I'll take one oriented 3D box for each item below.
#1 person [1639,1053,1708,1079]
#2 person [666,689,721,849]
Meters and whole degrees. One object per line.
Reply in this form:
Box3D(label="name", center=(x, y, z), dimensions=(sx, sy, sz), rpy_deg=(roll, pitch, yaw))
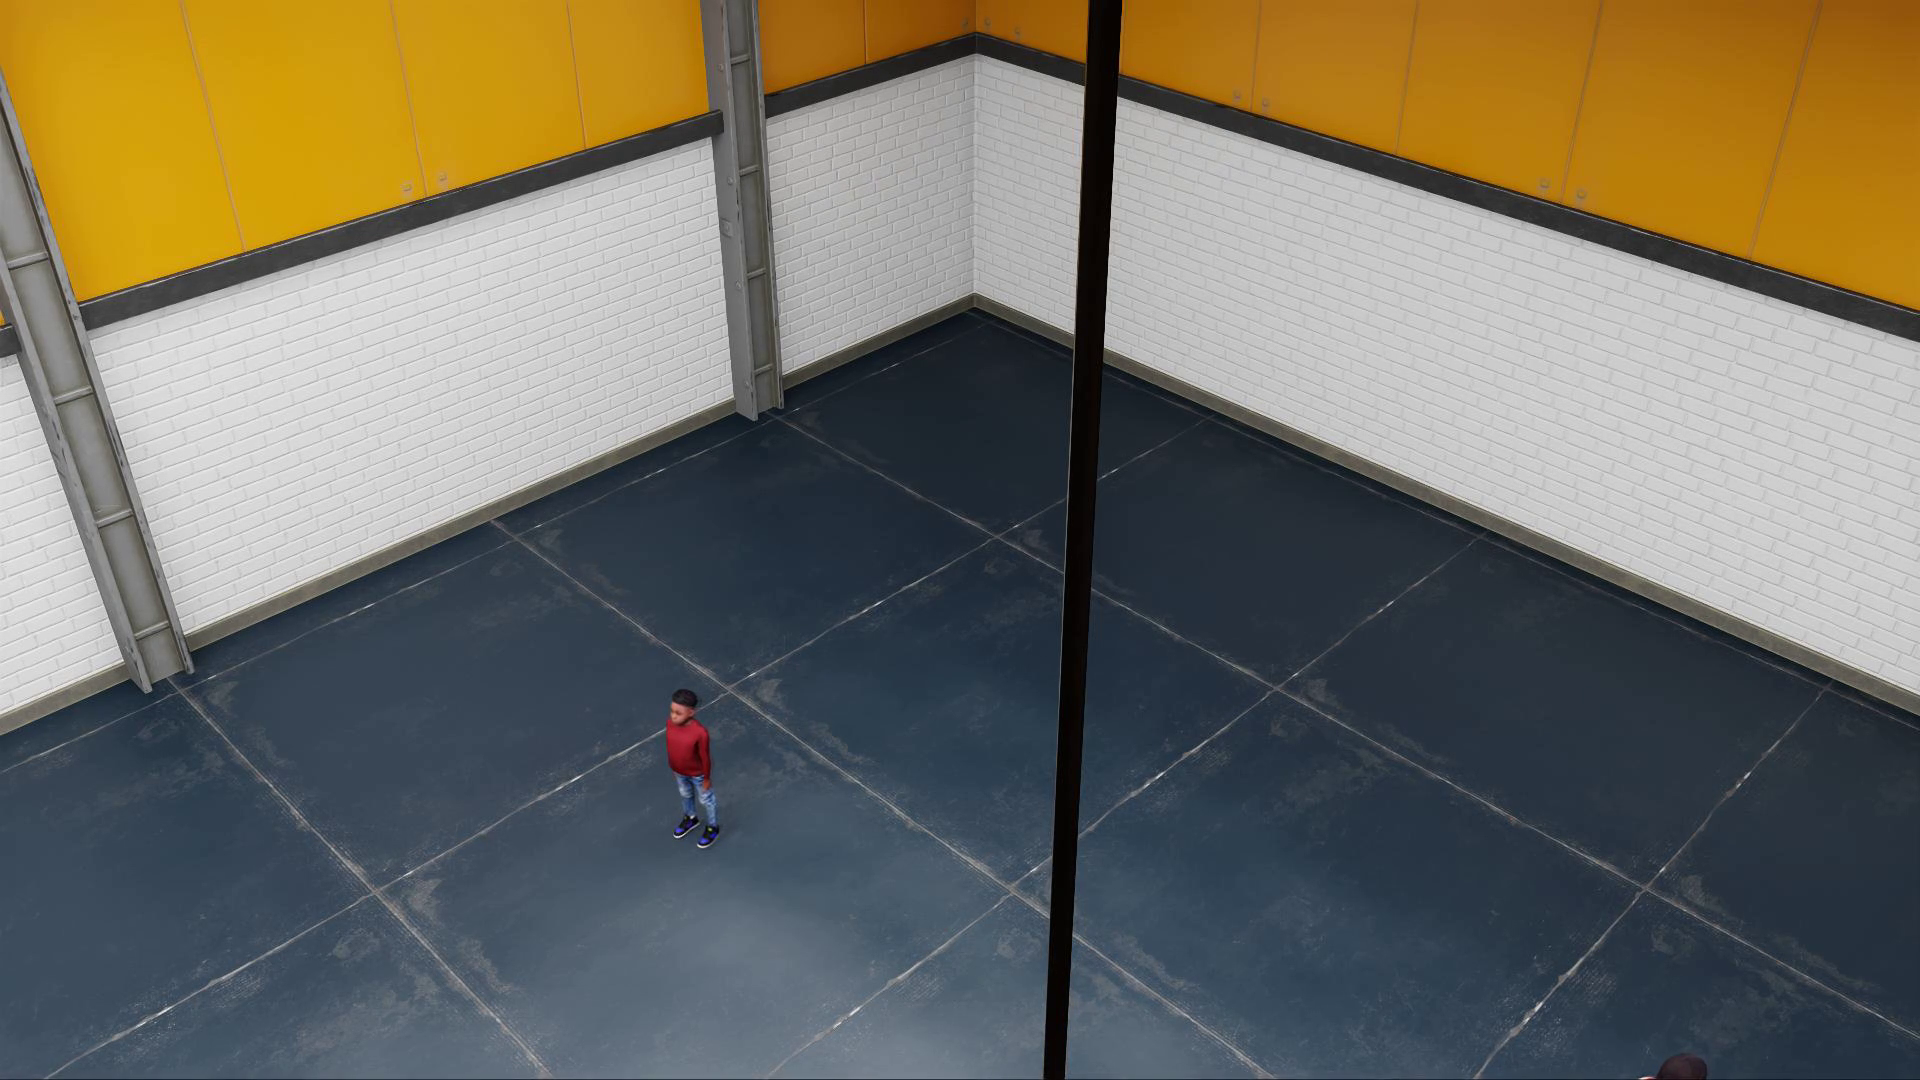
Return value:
Box3D(label="person", center=(3.435, 3.150, 8.266), dimensions=(0.589, 1.719, 0.627), rpy_deg=(-20, 38, -27))
Box3D(label="person", center=(-1.795, 1.505, 11.160), dimensions=(0.547, 1.254, 0.559), rpy_deg=(16, 37, 23))
